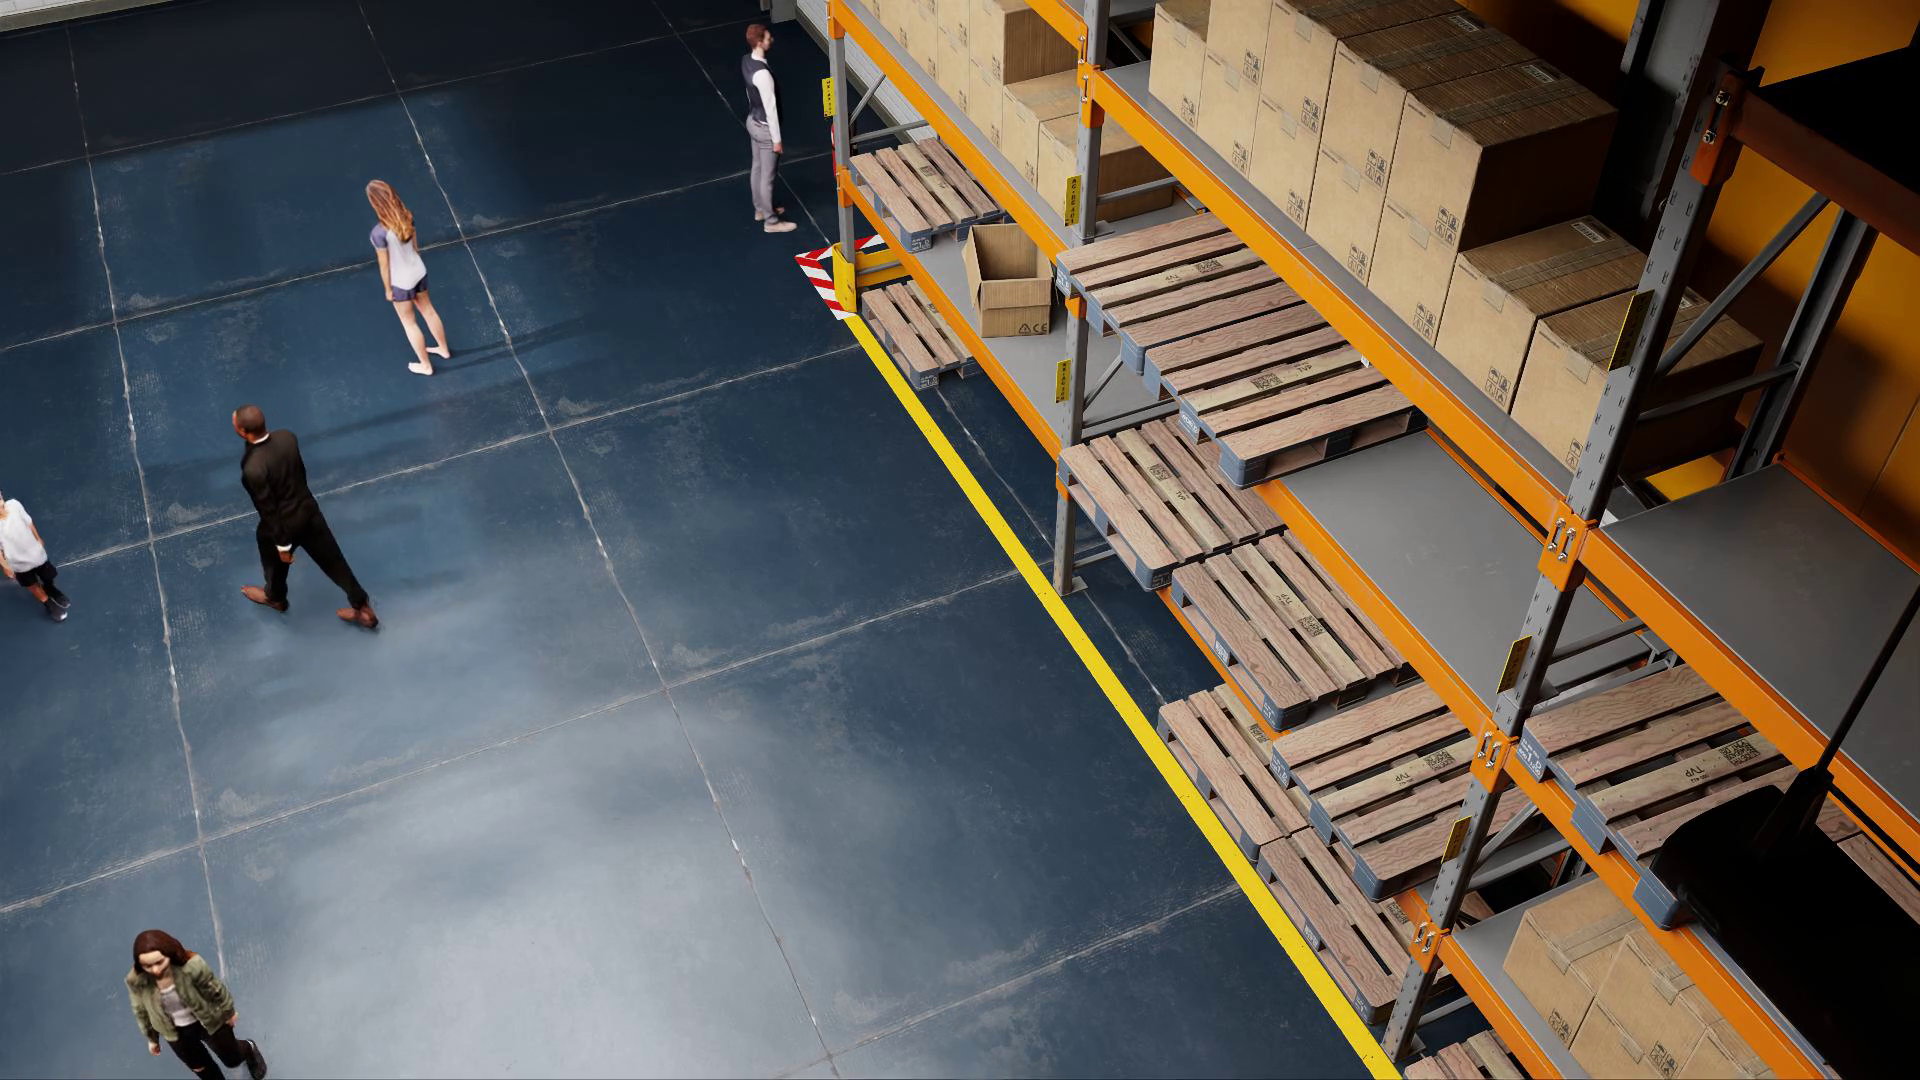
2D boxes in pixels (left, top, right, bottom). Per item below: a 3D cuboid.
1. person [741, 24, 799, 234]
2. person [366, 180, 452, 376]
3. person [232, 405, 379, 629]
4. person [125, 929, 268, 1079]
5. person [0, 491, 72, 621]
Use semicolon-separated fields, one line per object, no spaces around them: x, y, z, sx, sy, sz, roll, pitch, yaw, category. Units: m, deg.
-1.738;-3.659;14.730;0.716;1.939;0.476;-17;46;-17;person
-4.394;-2.090;13.238;0.733;1.724;0.686;18;46;18;person
-4.358;-0.100;11.051;1.319;1.860;1.280;13;45;13;person
-3.985;2.461;8.646;0.685;1.468;0.746;-8;44;-8;person
-6.457;0.039;11.347;0.607;1.251;0.570;26;49;25;person
